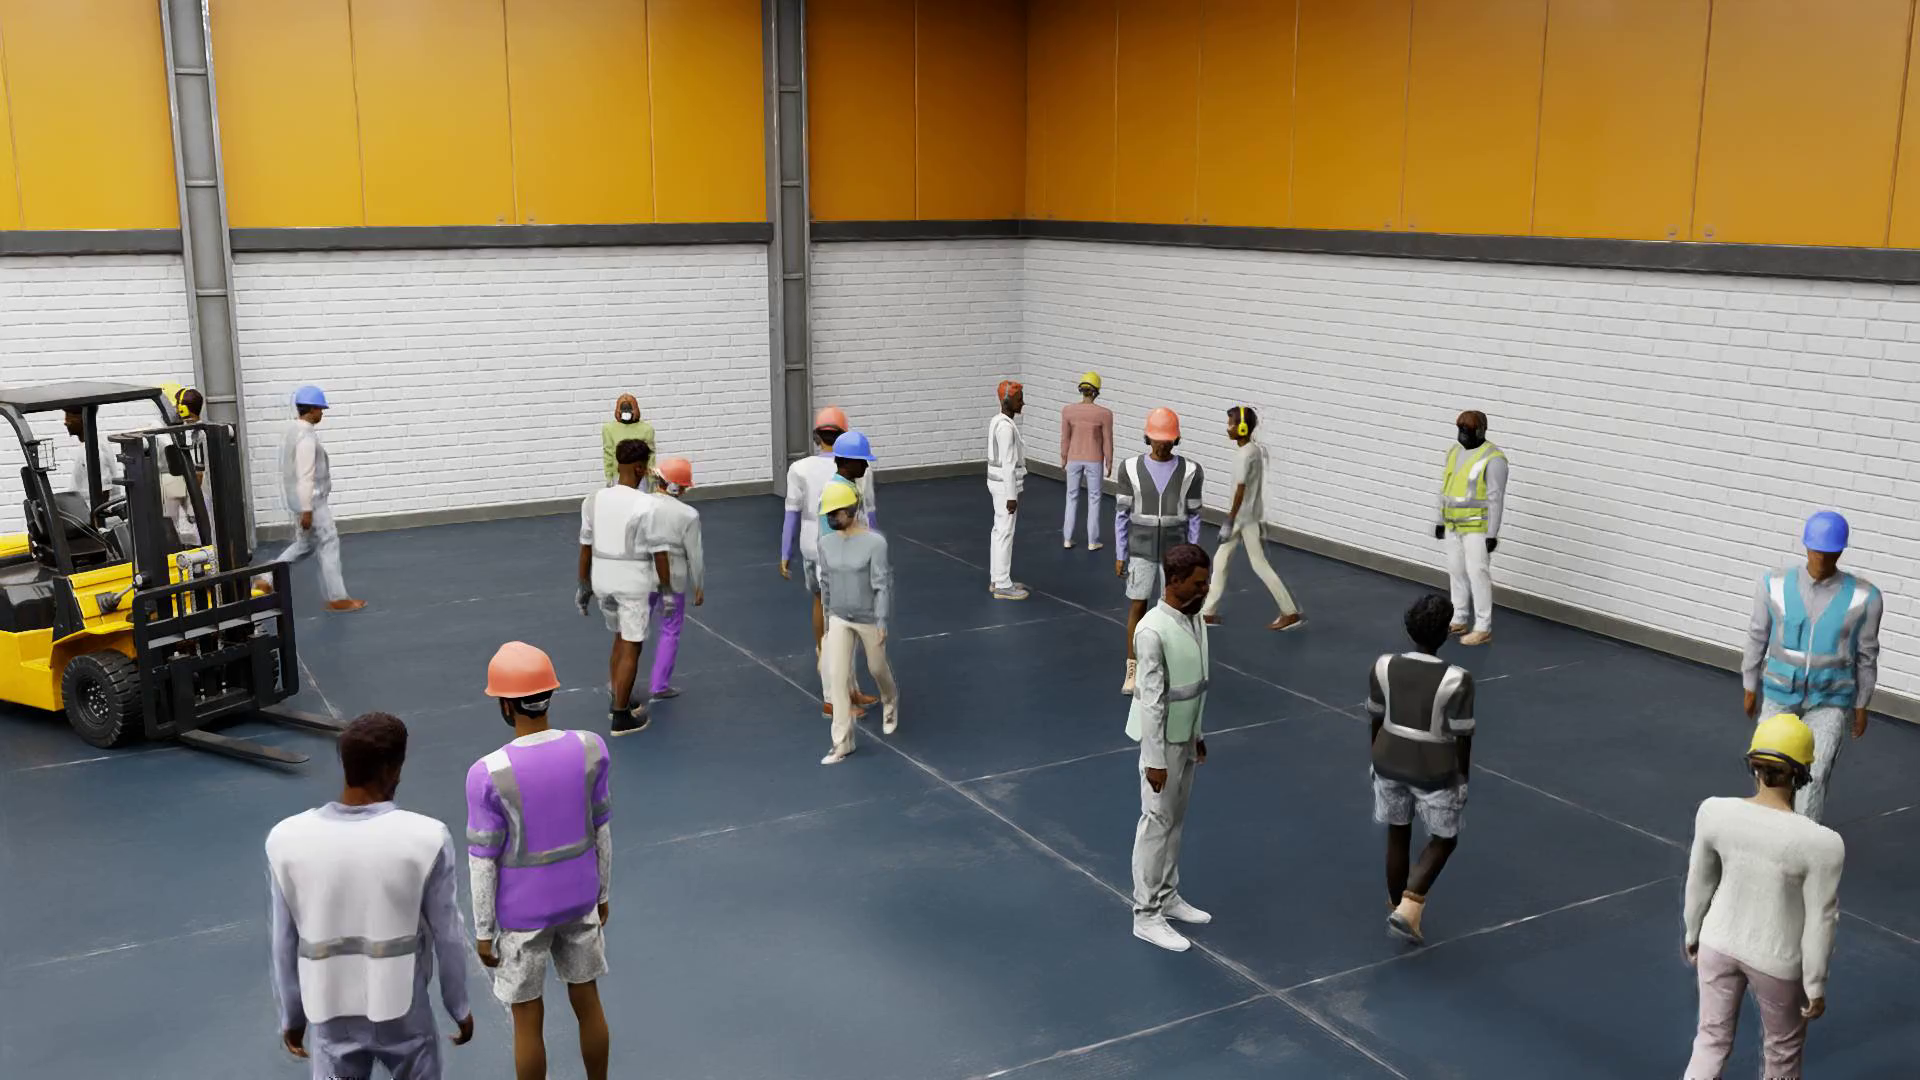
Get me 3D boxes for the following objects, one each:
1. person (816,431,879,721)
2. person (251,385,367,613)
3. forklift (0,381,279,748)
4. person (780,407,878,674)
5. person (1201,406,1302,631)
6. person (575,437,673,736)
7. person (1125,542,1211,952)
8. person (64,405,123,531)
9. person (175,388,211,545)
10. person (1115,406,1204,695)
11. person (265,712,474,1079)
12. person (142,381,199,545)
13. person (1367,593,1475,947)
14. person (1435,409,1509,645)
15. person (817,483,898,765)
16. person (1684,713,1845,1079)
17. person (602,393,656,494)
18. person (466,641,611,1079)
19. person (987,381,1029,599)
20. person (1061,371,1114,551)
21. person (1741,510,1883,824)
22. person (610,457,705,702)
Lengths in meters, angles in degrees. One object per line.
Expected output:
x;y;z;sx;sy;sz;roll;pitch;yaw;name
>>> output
-0.753;0.233;11.117;0.415;1.939;0.605;2;12;11;person
-5.487;-0.322;13.798;0.806;1.909;0.626;-7;14;-31;person
-5.853;0.085;11.199;2.313;2.155;1.214;7;14;28;forklift
-0.931;0.068;11.863;0.668;1.980;0.773;2;12;8;person
2.299;-0.162;13.270;0.982;1.825;0.497;2;12;8;person
-2.176;0.299;10.842;0.625;1.932;0.515;6;14;27;person
0.991;0.944;7.832;0.392;1.916;0.587;6;13;26;person
-6.678;-0.160;12.888;0.368;1.965;0.609;-6;13;-26;person
-6.388;-0.349;14.012;0.319;1.865;0.521;-1;12;-5;person
1.380;0.082;11.578;0.607;2.041;0.377;1;12;4;person
-1.886;1.492;5.375;0.599;1.888;0.511;-1;12;-3;person
-6.641;-0.415;14.225;0.745;1.893;0.597;8;14;33;person
2.098;1.082;7.711;0.540;1.681;0.458;10;16;39;person
3.962;-0.108;12.972;0.430;1.831;0.645;-4;13;-20;person
-0.640;0.478;10.508;0.546;1.717;0.881;4;13;20;person
2.809;1.452;5.871;0.740;1.739;0.541;-10;16;-39;person
-3.104;-0.576;15.661;0.491;1.624;0.308;0;12;0;person
-1.533;1.313;6.078;0.546;1.930;0.389;-9;15;-38;person
0.410;-0.435;14.370;0.343;1.882;0.586;-1;12;-5;person
1.243;-0.766;16.239;0.532;1.756;0.339;4;13;18;person
4.404;0.765;8.640;0.622;1.931;0.733;8;14;32;person
-2.084;0.268;11.496;0.682;1.703;0.396;3;12;13;person
